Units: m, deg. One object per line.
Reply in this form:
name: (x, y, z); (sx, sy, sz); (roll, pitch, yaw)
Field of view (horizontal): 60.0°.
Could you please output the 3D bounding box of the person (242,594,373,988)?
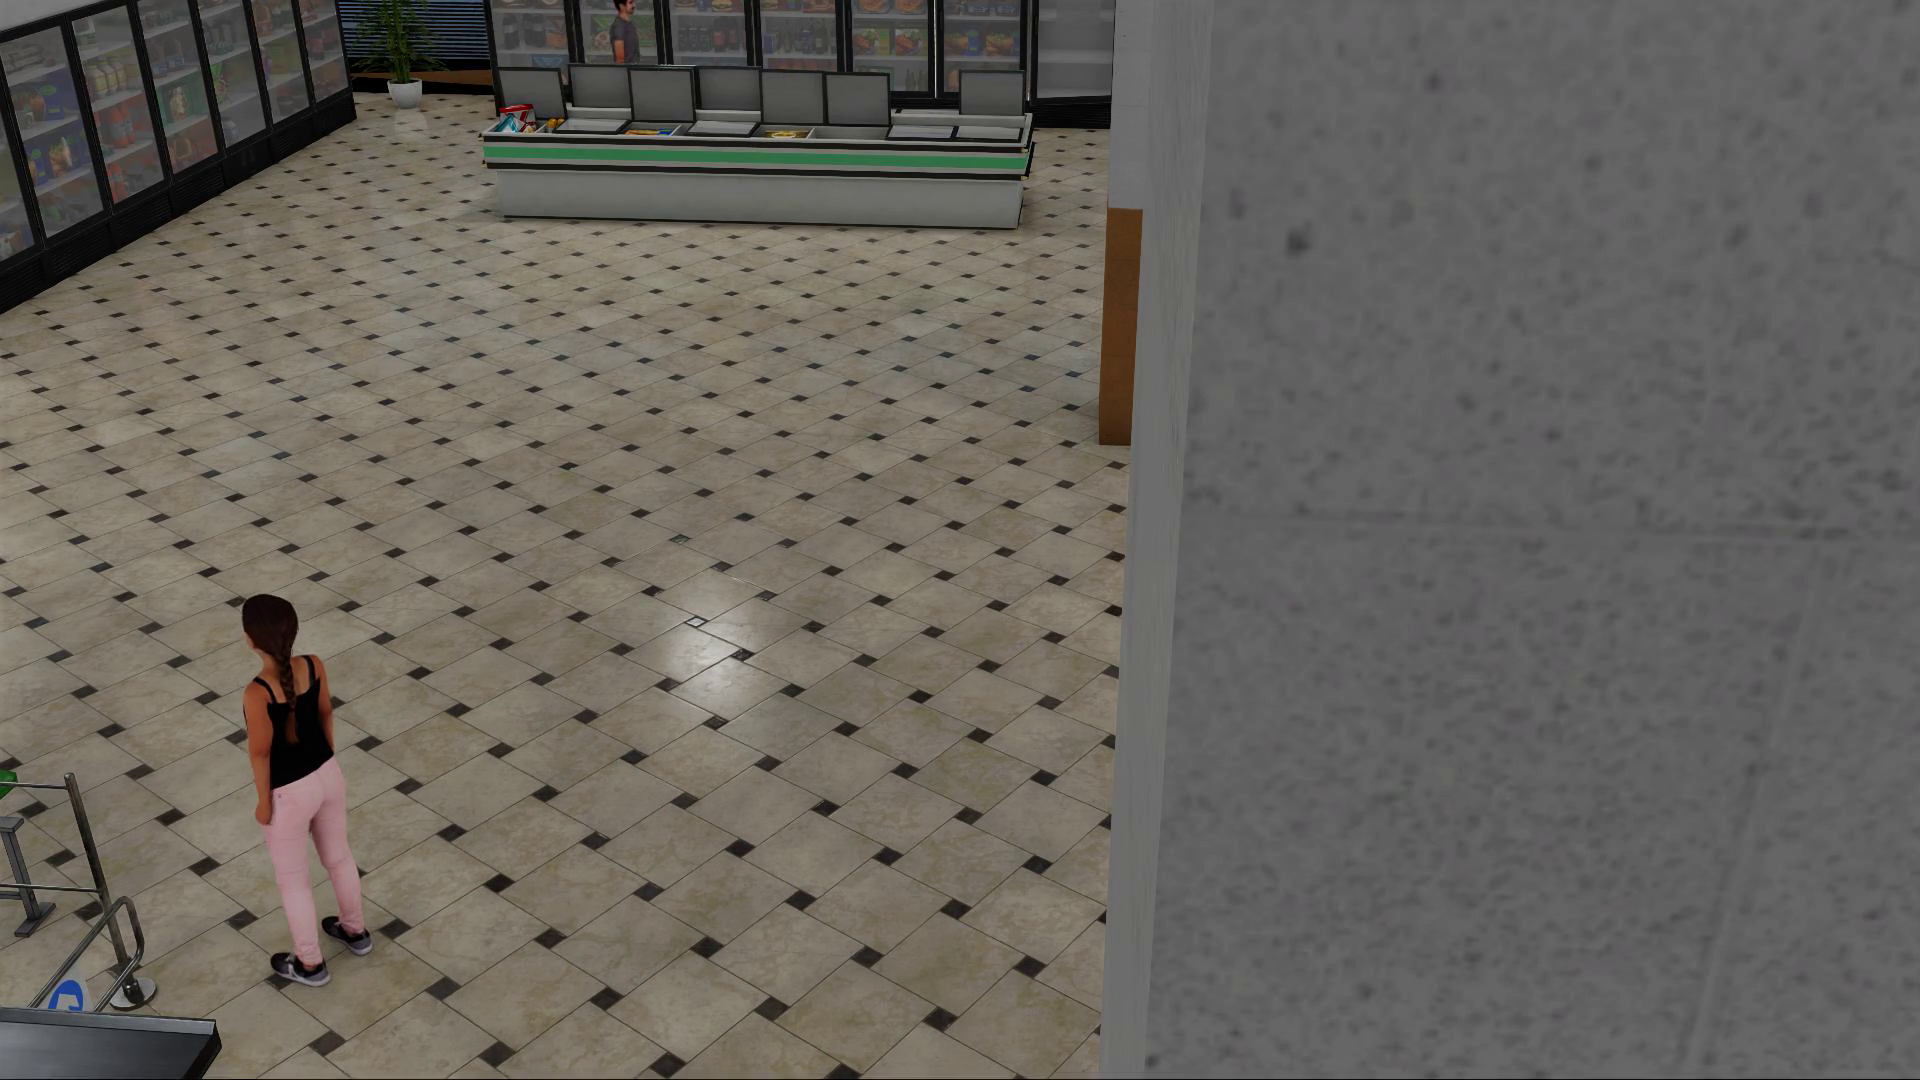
person: (-2.385, 0.903, 6.055); (0.633, 1.559, 0.620); (13, 30, 25)
